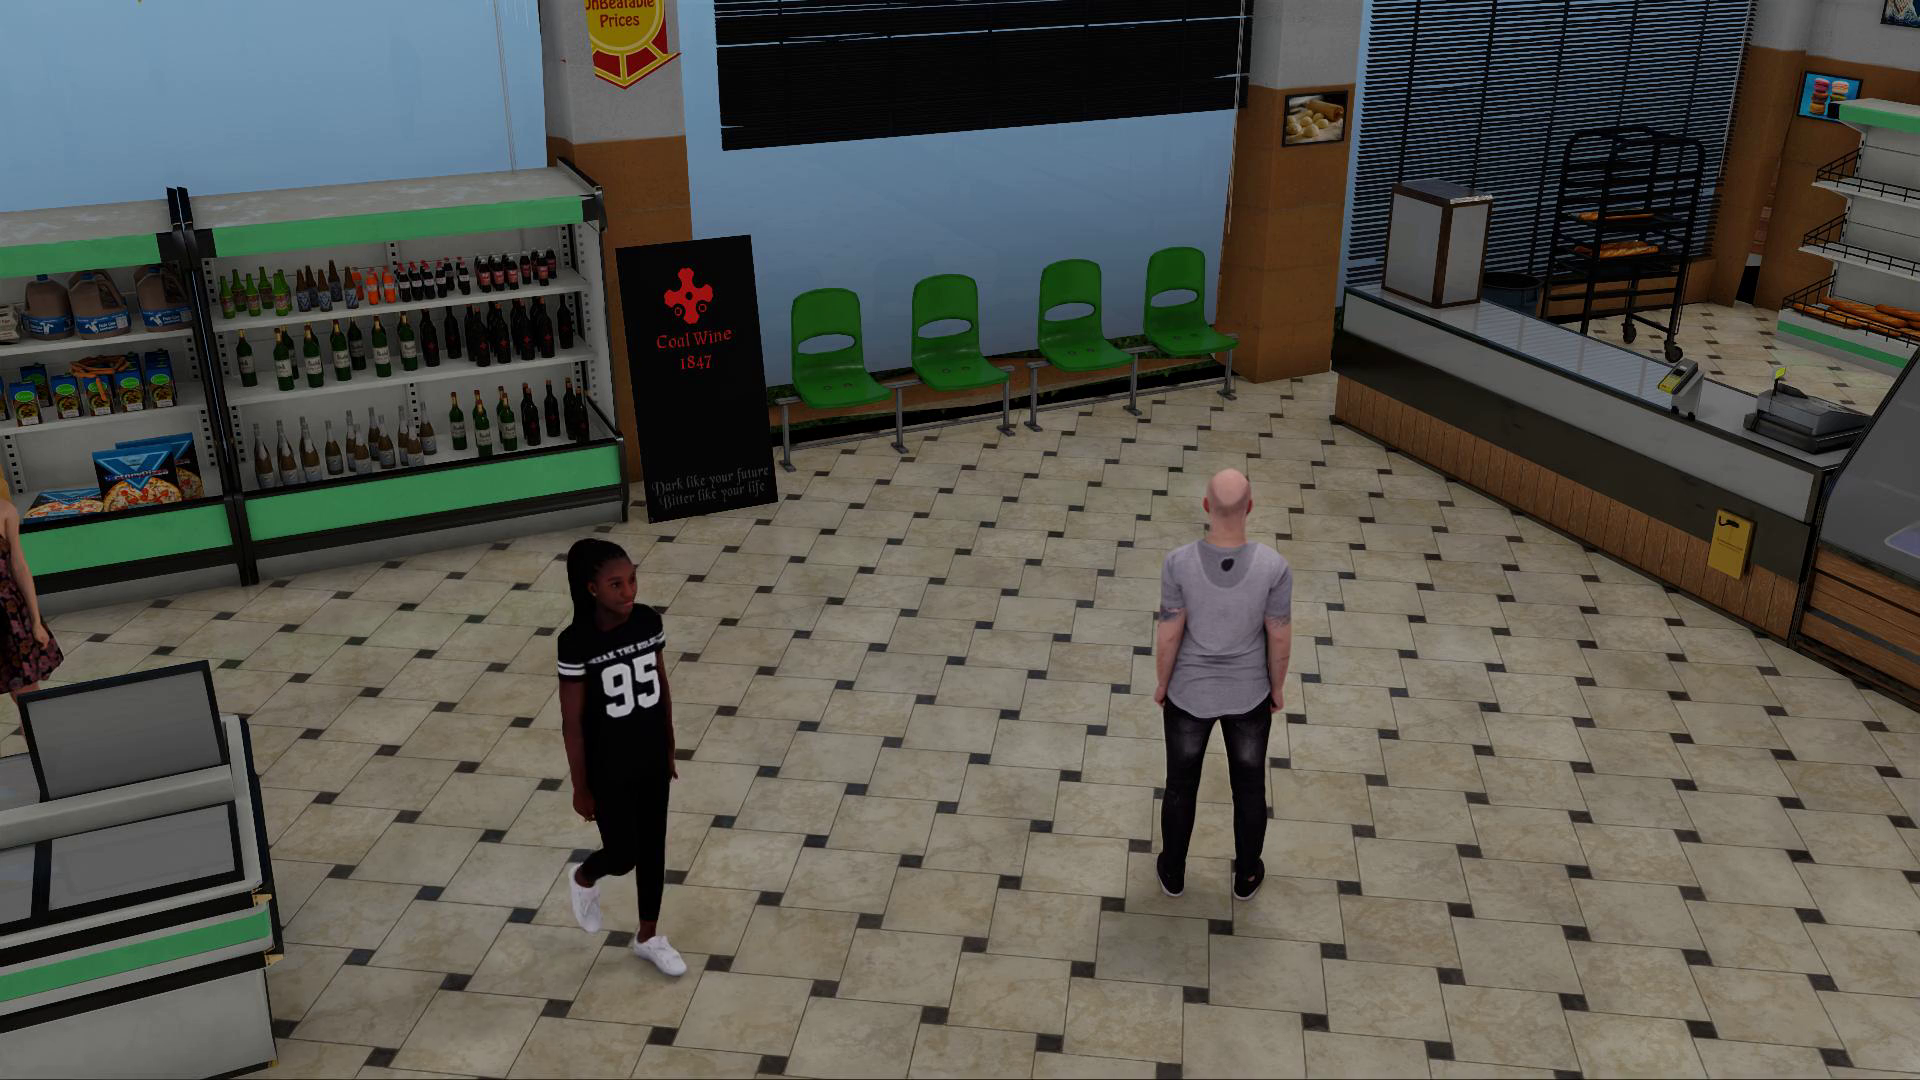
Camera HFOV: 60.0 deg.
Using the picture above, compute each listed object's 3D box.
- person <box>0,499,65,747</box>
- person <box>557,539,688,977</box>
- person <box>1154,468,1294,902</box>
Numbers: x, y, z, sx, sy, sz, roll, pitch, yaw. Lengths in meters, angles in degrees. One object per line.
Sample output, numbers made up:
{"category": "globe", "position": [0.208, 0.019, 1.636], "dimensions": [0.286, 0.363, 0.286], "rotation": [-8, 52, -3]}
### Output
{"category": "person", "position": [-4.079, 0.402, 6.992], "dimensions": [0.673, 1.775, 0.779], "rotation": [-16, 29, -33]}
{"category": "person", "position": [-1.297, 0.799, 6.151], "dimensions": [0.853, 1.722, 0.859], "rotation": [20, 31, 38]}
{"category": "person", "position": [1.011, 0.580, 6.504], "dimensions": [0.717, 1.839, 0.822], "rotation": [3, 24, 8]}
